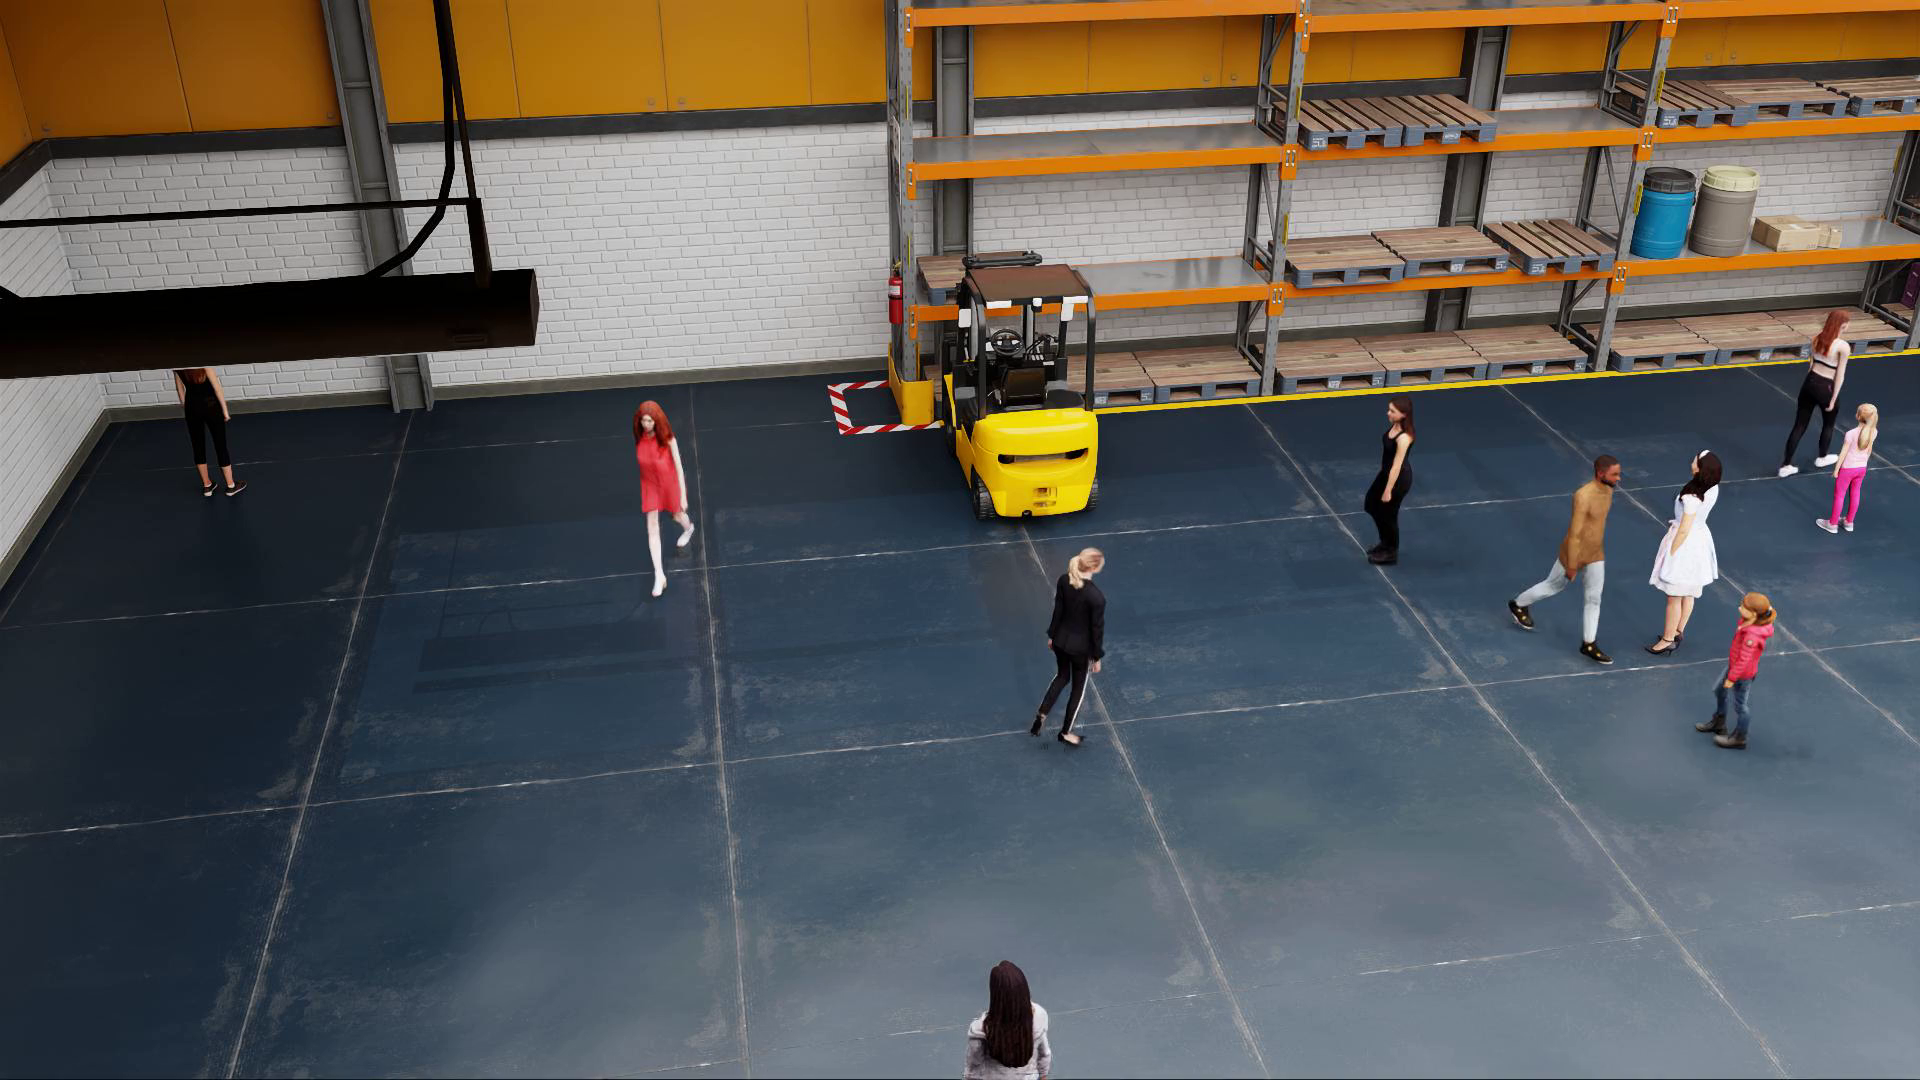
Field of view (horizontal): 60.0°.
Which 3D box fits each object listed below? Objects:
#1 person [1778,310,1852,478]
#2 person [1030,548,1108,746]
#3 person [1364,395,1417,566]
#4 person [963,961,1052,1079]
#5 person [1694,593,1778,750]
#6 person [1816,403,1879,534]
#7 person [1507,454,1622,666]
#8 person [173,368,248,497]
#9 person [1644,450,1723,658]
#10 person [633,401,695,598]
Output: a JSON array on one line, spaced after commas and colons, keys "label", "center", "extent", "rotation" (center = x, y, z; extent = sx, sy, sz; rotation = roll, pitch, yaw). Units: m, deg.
[{"label": "person", "center": [8.354, -1.409, 16.324], "extent": [1.053, 1.720, 0.783], "rotation": [-14, 32, -24]}, {"label": "person", "center": [0.807, 0.822, 12.276], "extent": [0.827, 1.680, 0.889], "rotation": [20, 34, 32]}, {"label": "person", "center": [3.917, -0.511, 14.725], "extent": [0.670, 1.674, 0.666], "rotation": [3, 29, 5]}, {"label": "person", "center": [0.293, 2.906, 8.540], "extent": [1.020, 1.599, 0.815], "rotation": [-12, 31, -21]}, {"label": "person", "center": [5.880, 0.991, 12.357], "extent": [0.685, 1.306, 0.624], "rotation": [8, 30, 15]}, {"label": "person", "center": [8.303, -0.677, 15.452], "extent": [0.429, 1.270, 0.543], "rotation": [-7, 29, -12]}, {"label": "person", "center": [4.961, 0.088, 13.522], "extent": [1.274, 1.776, 1.113], "rotation": [-20, 35, -33]}, {"label": "person", "center": [-7.293, -1.240, 16.007], "extent": [0.505, 1.726, 0.673], "rotation": [1, 29, 1]}, {"label": "person", "center": [5.866, 0.112, 13.433], "extent": [0.830, 1.819, 0.904], "rotation": [-23, 36, -35]}, {"label": "person", "center": [-2.576, -0.453, 14.526], "extent": [1.220, 1.763, 0.968], "rotation": [6, 29, 10]}]
